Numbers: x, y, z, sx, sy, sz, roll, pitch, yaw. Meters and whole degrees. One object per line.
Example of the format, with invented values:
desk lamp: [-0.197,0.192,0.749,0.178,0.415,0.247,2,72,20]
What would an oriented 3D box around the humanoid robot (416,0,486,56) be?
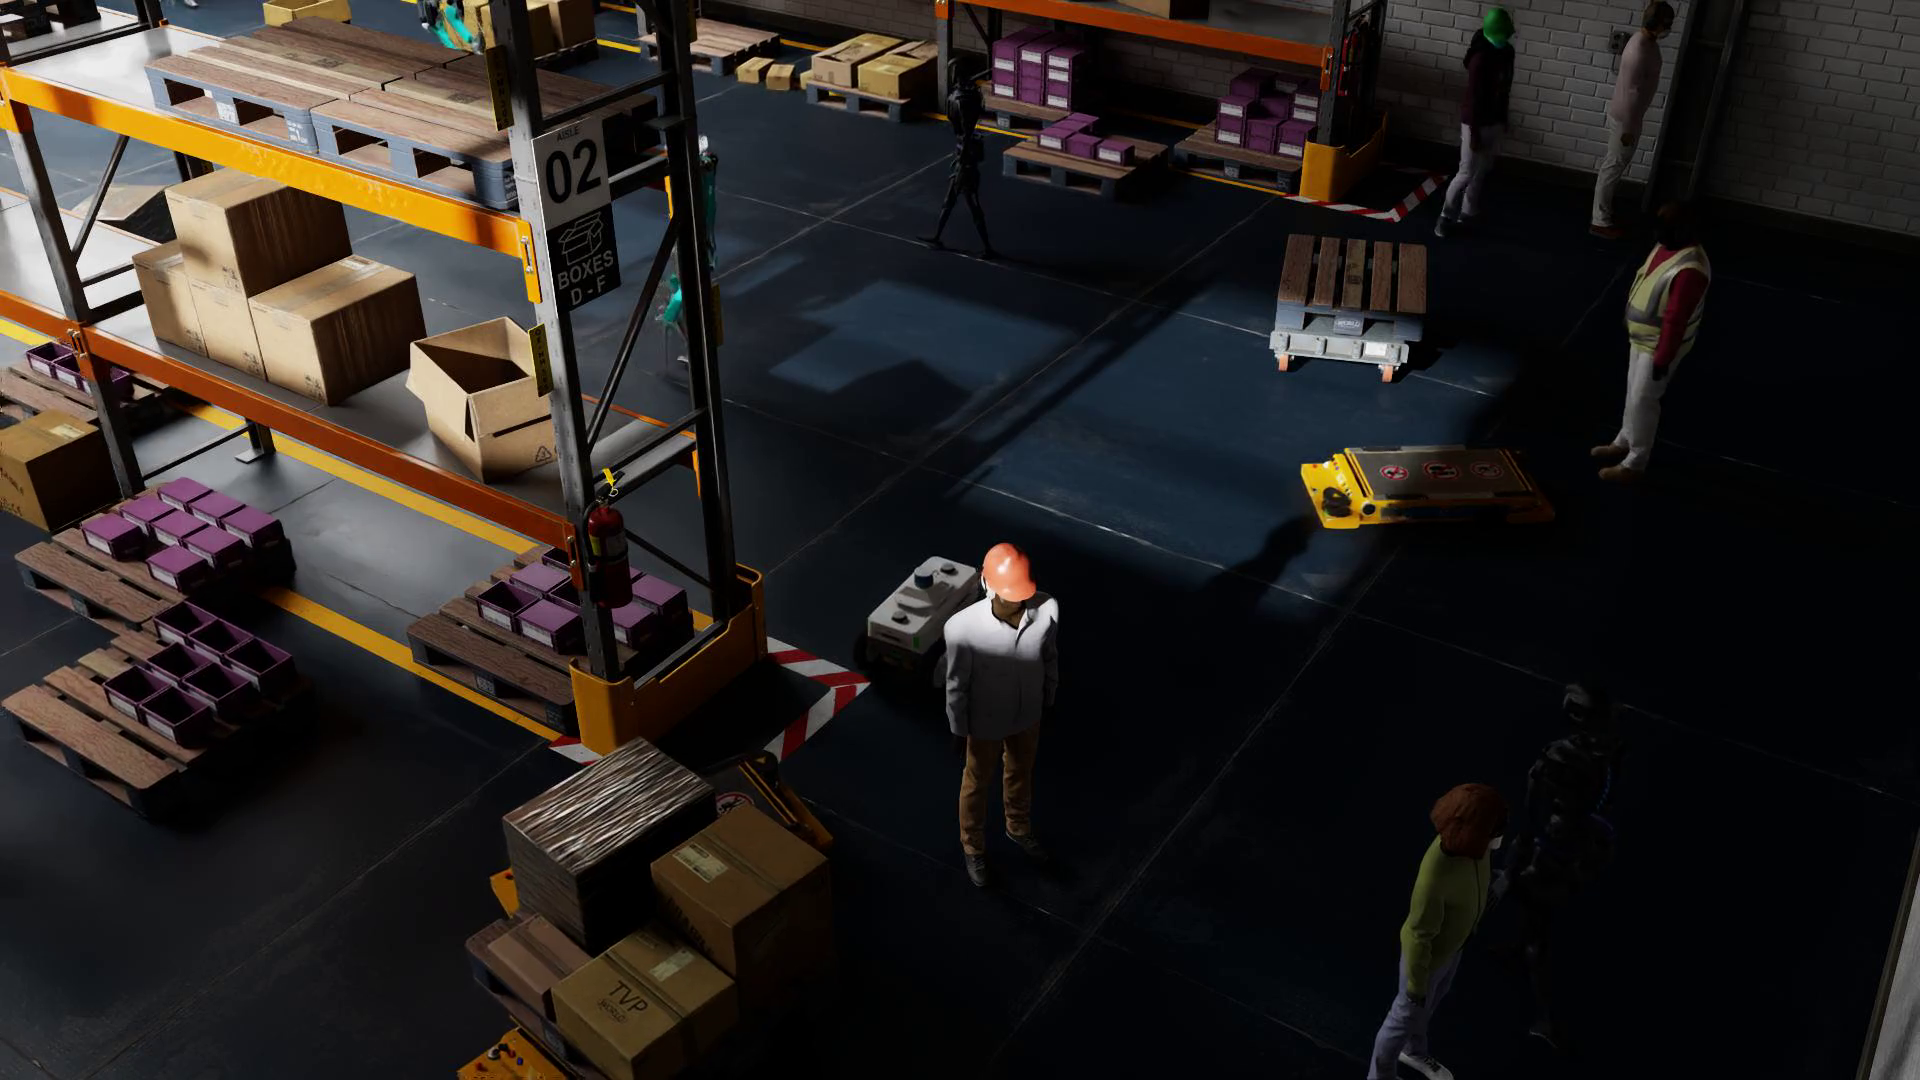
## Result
humanoid robot: [-5.027,-5.161,16.562,0.785,1.888,0.543,23,40,31]

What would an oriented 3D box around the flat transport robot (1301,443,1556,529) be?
flat transport robot: [2.913,-0.333,10.385,1.431,0.231,0.659,-2,33,-2]

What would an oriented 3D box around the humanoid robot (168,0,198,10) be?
humanoid robot: [-9.226,-7.014,19.414,0.724,1.904,0.541,25,40,33]

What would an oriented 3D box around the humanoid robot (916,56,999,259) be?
humanoid robot: [-0.025,-3.024,13.255,0.713,1.634,0.609,-1,33,-2]

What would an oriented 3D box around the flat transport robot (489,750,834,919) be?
flat transport robot: [-1.361,1.451,7.643,1.431,0.231,0.659,-20,38,-28]

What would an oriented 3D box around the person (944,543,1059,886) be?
person: [0.201,0.757,7.347,0.564,1.751,0.329,-17,37,-24]

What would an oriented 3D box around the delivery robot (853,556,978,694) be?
delivery robot: [-0.205,0.435,8.960,0.499,0.614,0.808,17,37,24]

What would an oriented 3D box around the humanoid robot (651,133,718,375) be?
humanoid robot: [-2.004,-1.908,11.563,0.743,1.905,0.549,8,34,12]

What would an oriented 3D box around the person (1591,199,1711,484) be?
person: [4.321,-1.237,10.344,0.430,1.838,0.642,3,33,5]

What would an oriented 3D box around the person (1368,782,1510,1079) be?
person: [1.806,1.536,6.267,0.281,1.624,0.492,23,40,31]

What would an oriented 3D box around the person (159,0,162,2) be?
person: [-9.756,-7.329,19.770,0.426,1.758,0.749,9,34,13]

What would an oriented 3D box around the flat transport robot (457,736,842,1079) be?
flat transport robot: [-1.284,1.948,6.879,0.659,0.231,1.431,27,42,35]

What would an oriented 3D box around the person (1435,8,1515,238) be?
person: [4.265,-3.417,13.628,0.654,1.910,0.389,-26,41,-34]

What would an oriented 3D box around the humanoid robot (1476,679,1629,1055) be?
humanoid robot: [2.398,1.279,6.655,0.610,1.648,0.664,-18,37,-25]

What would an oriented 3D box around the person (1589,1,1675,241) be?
person: [5.502,-3.448,13.649,0.372,1.933,0.626,14,35,20]
